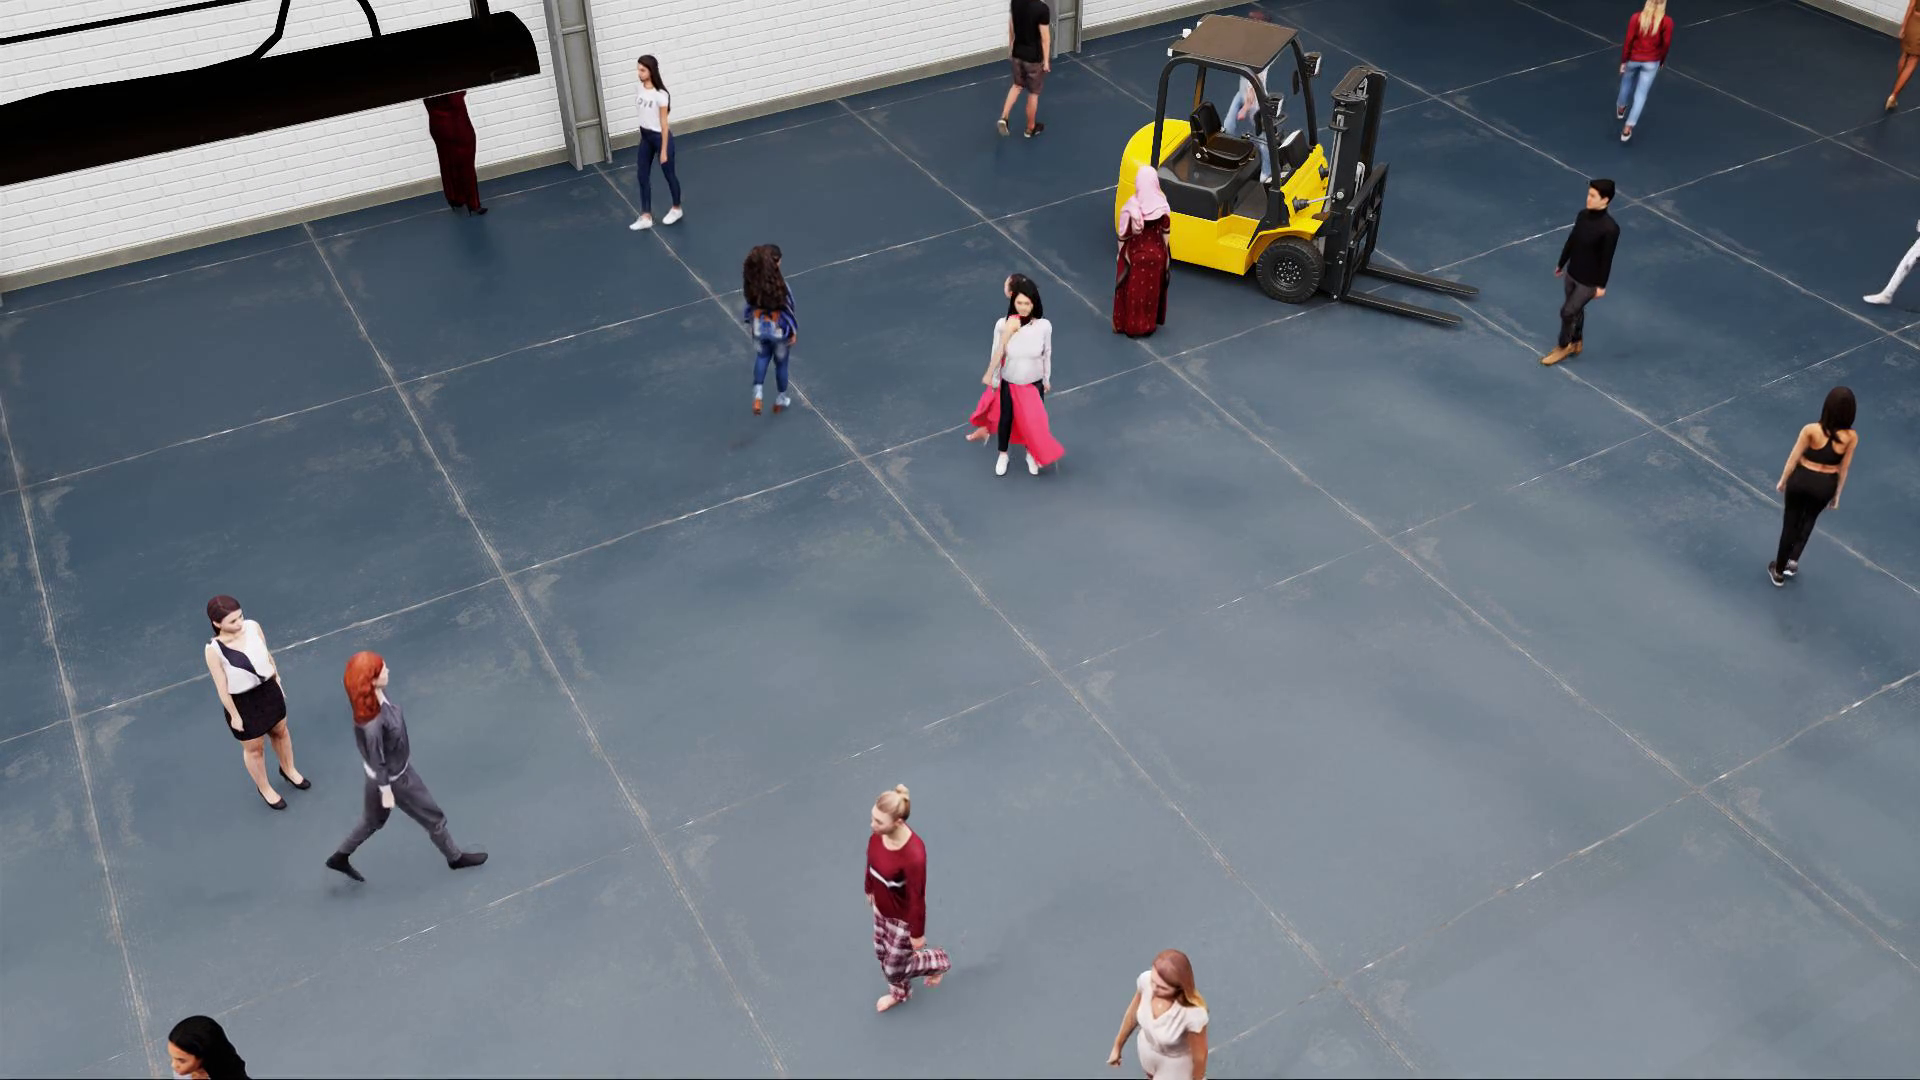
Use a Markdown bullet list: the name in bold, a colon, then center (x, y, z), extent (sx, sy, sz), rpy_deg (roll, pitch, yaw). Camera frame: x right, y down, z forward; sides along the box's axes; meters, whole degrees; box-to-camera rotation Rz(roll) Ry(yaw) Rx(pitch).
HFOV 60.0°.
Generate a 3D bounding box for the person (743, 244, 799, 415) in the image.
- **person**: center (-1.573, -1.671, 13.567), extent (0.838, 1.613, 0.905), rpy_deg (13, 40, 16)

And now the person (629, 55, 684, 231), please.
- **person**: center (-2.891, -3.907, 16.252), extent (0.815, 1.756, 0.963), rpy_deg (25, 45, 28)

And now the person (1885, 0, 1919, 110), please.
- **person**: center (10.629, -5.586, 18.436), extent (0.986, 1.654, 0.682), rpy_deg (-30, 47, -32)

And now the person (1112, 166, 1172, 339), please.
- **person**: center (1.611, -2.521, 14.617), extent (0.695, 1.631, 0.816), rpy_deg (-2, 39, -3)

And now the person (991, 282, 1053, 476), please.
- **person**: center (0.489, -1.263, 12.986), extent (0.639, 1.700, 0.760), rpy_deg (-2, 39, -2)

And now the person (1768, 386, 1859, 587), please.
- **person**: center (6.082, -0.329, 11.867), extent (0.667, 1.637, 0.723), rpy_deg (12, 40, 14)

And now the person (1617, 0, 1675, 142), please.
- **person**: center (7.314, -5.071, 17.847), extent (0.988, 1.585, 1.156), rpy_deg (17, 42, 21)

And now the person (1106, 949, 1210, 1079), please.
- **person**: center (1.090, 2.536, 8.258), extent (0.974, 1.663, 0.673), rpy_deg (-26, 46, -29)

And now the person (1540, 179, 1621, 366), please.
- **person**: center (5.430, -2.306, 14.283), extent (0.791, 1.710, 0.766), rpy_deg (-9, 40, -11)

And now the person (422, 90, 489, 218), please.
- **person**: center (-5.036, -4.047, 16.428), extent (0.760, 1.756, 0.766), rpy_deg (21, 43, 24)

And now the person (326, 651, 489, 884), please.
- **person**: center (-3.400, 1.372, 9.654), extent (1.194, 1.742, 0.766), rpy_deg (-11, 40, -13)

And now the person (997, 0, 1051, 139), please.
- **person**: center (0.671, -5.140, 17.719), extent (0.873, 1.851, 1.032), rpy_deg (25, 45, 28)

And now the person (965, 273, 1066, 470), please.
- **person**: center (0.516, -1.252, 12.997), extent (1.062, 1.670, 1.118), rpy_deg (16, 41, 19)

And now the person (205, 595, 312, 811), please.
- **person**: center (-4.341, 0.984, 10.213), extent (0.692, 1.649, 0.593), rpy_deg (19, 43, 23)

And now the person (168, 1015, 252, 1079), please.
- **person**: center (-3.397, 2.817, 7.849), extent (0.687, 1.736, 0.707), rpy_deg (17, 42, 20)

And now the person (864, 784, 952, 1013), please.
- **person**: center (-0.273, 1.941, 8.985), extent (0.724, 1.686, 0.677), rpy_deg (-25, 45, -28)
